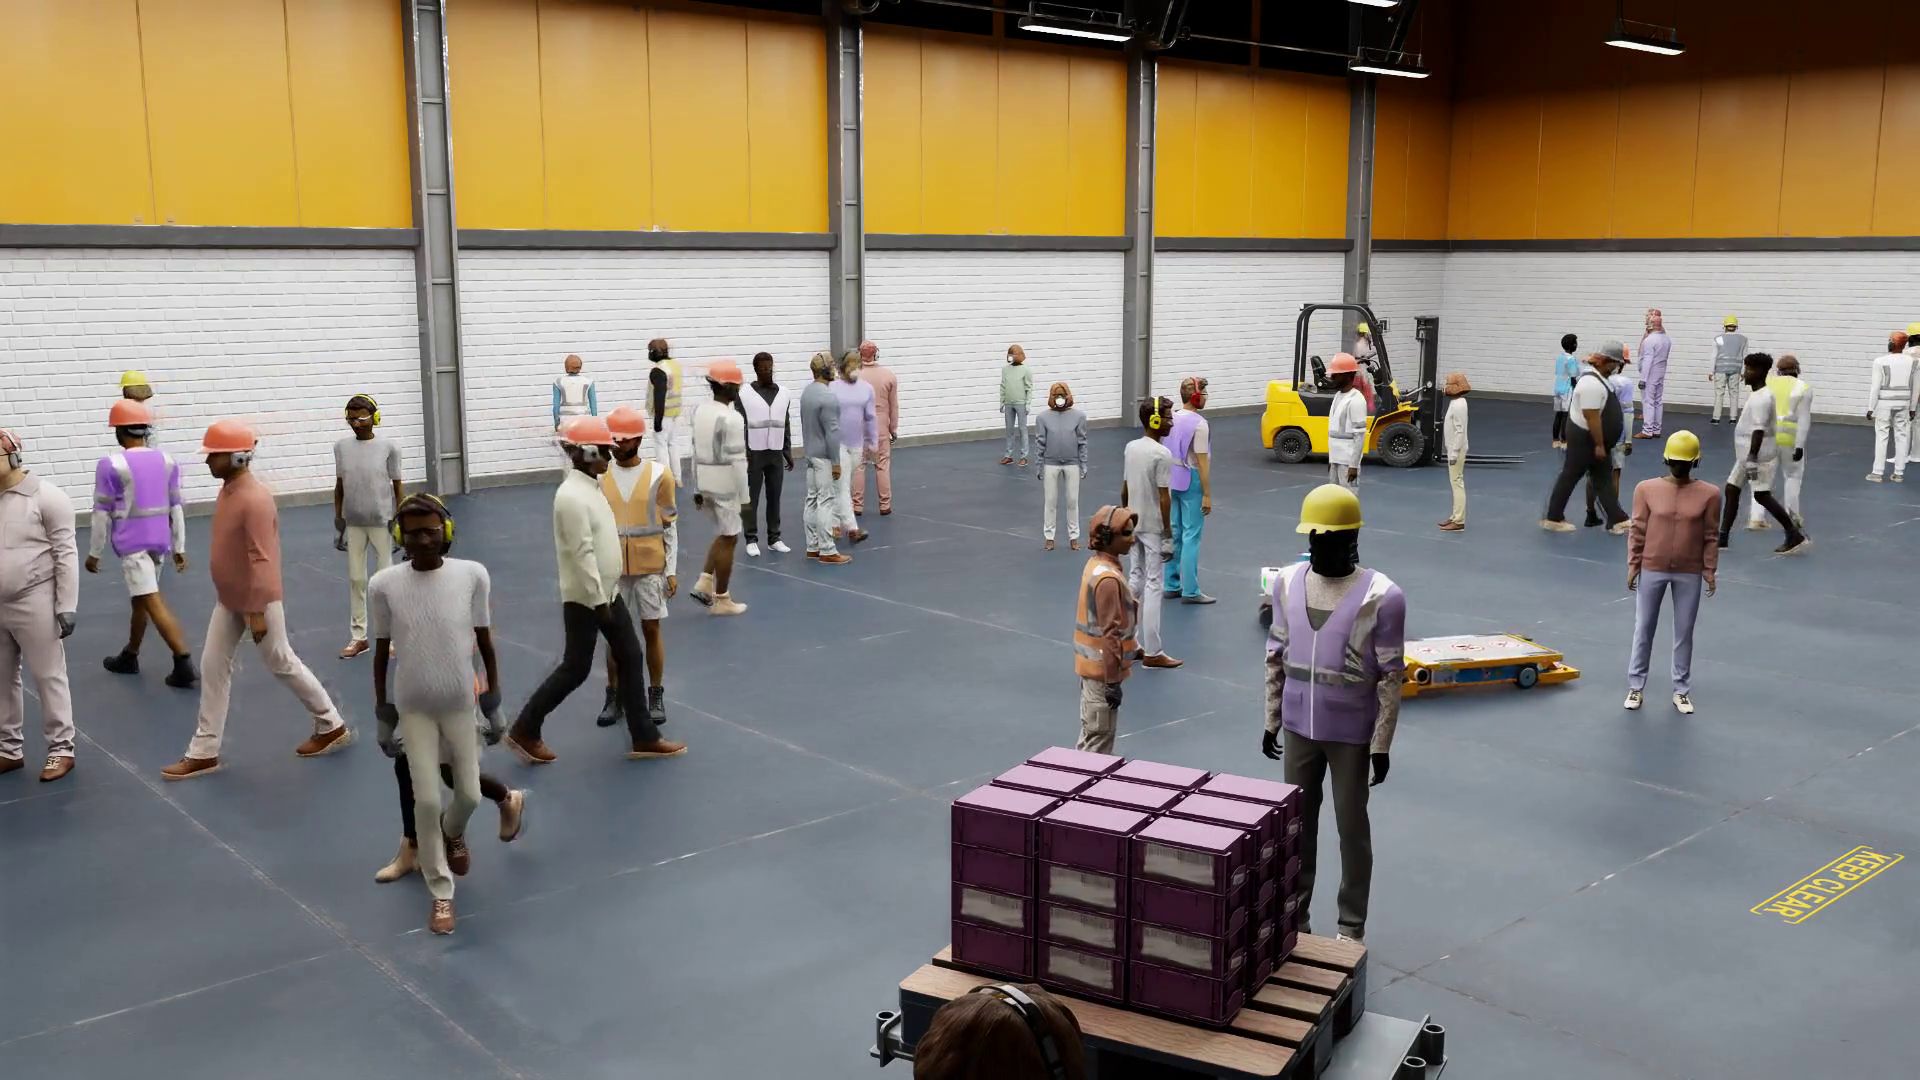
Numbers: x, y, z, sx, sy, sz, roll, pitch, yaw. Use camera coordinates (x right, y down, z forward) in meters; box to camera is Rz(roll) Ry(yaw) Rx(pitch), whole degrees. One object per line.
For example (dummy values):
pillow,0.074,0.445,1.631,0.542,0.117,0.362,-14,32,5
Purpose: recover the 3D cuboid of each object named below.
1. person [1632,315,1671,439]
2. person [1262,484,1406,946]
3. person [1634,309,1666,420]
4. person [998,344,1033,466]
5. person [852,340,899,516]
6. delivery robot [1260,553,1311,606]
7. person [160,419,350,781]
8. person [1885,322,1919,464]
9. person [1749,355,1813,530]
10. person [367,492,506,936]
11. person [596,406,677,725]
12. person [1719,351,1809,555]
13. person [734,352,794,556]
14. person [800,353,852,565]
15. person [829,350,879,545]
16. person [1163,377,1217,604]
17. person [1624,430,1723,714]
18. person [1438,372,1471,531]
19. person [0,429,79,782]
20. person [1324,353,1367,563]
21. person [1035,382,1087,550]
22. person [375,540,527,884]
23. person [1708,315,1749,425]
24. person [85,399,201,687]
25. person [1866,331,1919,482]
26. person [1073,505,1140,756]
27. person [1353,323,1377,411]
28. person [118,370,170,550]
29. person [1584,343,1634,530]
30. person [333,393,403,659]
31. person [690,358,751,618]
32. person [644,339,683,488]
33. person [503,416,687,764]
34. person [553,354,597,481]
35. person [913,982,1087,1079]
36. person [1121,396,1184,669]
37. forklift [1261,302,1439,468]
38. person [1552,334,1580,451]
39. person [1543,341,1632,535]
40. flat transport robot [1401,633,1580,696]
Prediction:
person,10.663,-2.510,25.680,0.654,1.904,0.407,-8,13,-40
person,1.464,0.732,6.632,0.588,1.927,0.370,8,13,39
person,11.906,-3.029,28.702,0.407,1.913,0.641,7,12,34
person,0.746,-1.815,22.403,0.501,1.633,0.279,7,12,34
person,-0.986,-1.209,18.055,0.648,1.907,0.409,-1,10,-8
delivery robot,2.640,0.343,12.627,0.707,0.478,0.477,2,9,10
person,-3.874,0.300,9.115,1.004,1.950,0.626,-9,14,-44
person,12.933,-1.989,22.605,0.598,1.920,0.389,-4,11,-23
person,8.454,-0.994,17.116,0.858,1.794,0.648,-7,12,-37
person,-2.220,0.695,7.076,0.535,1.850,0.633,-4,10,-20
person,-1.971,0.159,9.962,0.552,1.934,0.363,0,10,-2
person,7.567,-0.817,15.712,0.951,1.932,0.612,4,10,22
person,-1.858,-0.819,15.737,0.596,1.918,0.380,-7,12,-34
person,-1.247,-0.741,15.223,0.372,1.940,0.630,-5,11,-29
person,-1.059,-0.896,16.273,0.638,1.887,1.006,-6,12,-33
person,1.837,-0.399,13.499,0.375,1.840,0.575,-5,11,-25
person,4.391,0.198,10.258,0.523,1.760,0.327,3,10,18
person,5.080,-0.906,17.075,0.270,1.632,0.504,3,10,16
person,-5.070,0.353,8.912,0.655,1.906,0.407,1,10,3
person,3.503,-0.748,15.272,0.364,1.934,0.553,-2,10,-10
person,0.968,-0.708,15.946,0.503,1.626,0.281,0,10,0
person,-2.327,0.700,7.568,0.545,1.674,0.628,6,11,30
person,12.808,-2.830,27.761,0.600,1.832,0.404,1,10,7
person,-5.383,0.021,10.957,1.001,1.891,0.547,5,11,25
person,11.630,-1.656,20.746,0.584,1.879,0.344,1,10,4
person,0.699,0.645,7.991,0.313,1.636,0.517,0,10,-1
person,6.607,-2.646,26.967,0.862,1.722,0.553,5,11,26
person,-7.783,-0.747,15.828,0.320,1.742,0.492,-9,13,-42
person,6.721,-1.074,17.204,0.374,1.928,0.542,-7,12,-35
person,-4.148,-0.093,11.651,0.507,1.865,0.329,0,10,2
person,-1.829,-0.400,12.963,0.425,2.023,0.644,-8,13,-41
person,-3.573,-1.498,20.031,0.428,1.827,0.695,1,10,8
person,-2.065,0.289,9.174,0.959,1.943,0.615,1,10,4
person,-4.621,-1.406,19.989,0.521,1.638,0.311,-2,10,-13
person,0.051,1.505,2.357,0.622,1.845,0.429,8,13,39
person,1.303,-0.054,11.417,0.332,1.866,0.514,-5,11,-29
forklift,5.320,-2.157,22.763,2.313,2.155,1.214,3,10,16
person,8.786,-2.134,24.079,0.318,1.699,0.535,-1,10,-5
person,6.420,-1.055,16.762,1.004,2.000,0.703,6,11,32
flat transport robot,3.297,0.810,11.018,1.431,0.197,0.652,-3,10,-17
